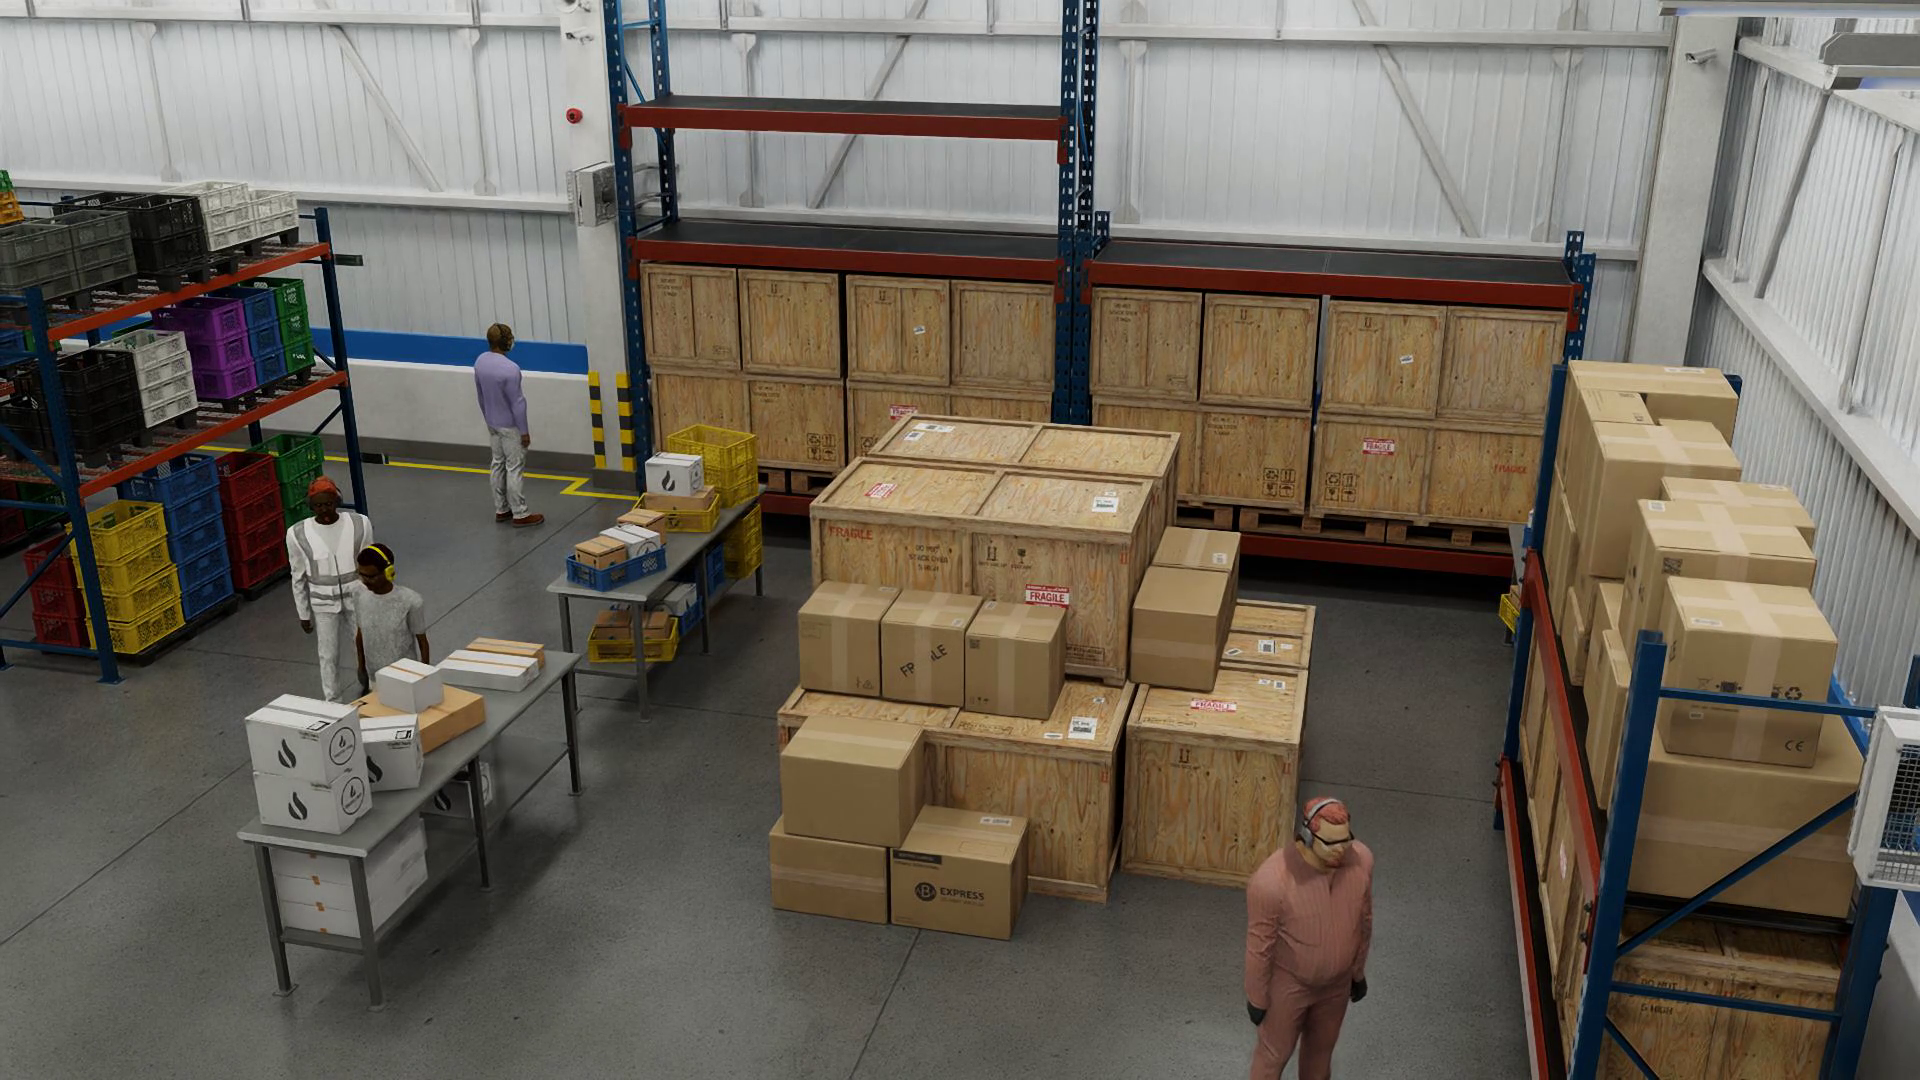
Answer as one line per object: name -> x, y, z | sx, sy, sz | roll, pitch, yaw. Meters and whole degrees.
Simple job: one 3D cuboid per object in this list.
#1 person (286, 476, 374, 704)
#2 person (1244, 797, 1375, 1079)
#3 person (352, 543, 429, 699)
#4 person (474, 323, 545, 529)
person -> -4.332, 0.446, 11.619 | 0.581, 1.876, 0.344 | -11, 23, -26
person -> 1.585, 1.994, 7.547 | 0.646, 1.895, 0.400 | -9, 23, -23
person -> -3.568, 0.891, 10.467 | 0.519, 1.862, 0.327 | 4, 21, 12
person -> -4.218, -1.070, 15.488 | 0.636, 1.939, 0.364 | 17, 27, 38
